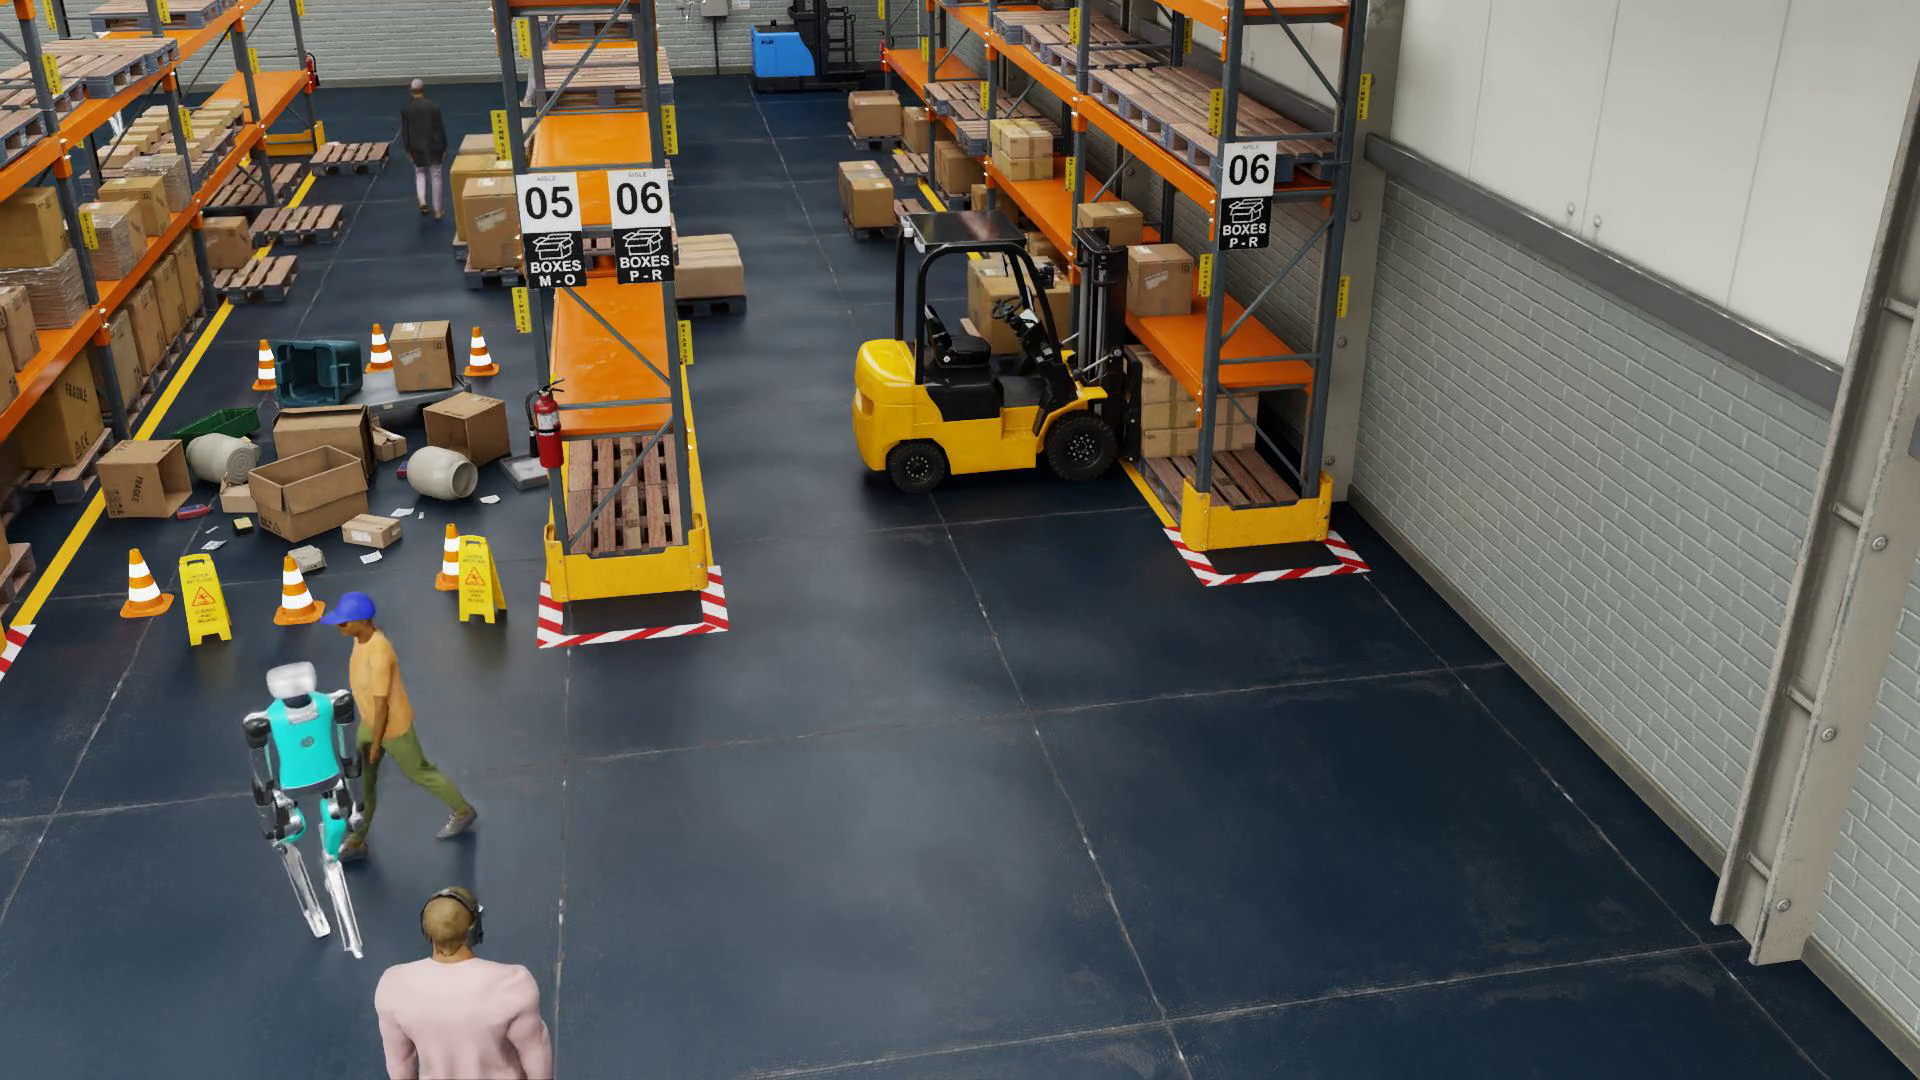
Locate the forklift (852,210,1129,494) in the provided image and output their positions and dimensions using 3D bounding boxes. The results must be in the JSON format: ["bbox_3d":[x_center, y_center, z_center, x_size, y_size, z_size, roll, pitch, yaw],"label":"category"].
[{"bbox_3d":[0.216,-1.659,14.366,2.313,2.155,1.214,-5,26,-10],"label":"forklift"}]

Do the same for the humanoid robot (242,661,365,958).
[{"bbox_3d":[-3.411,1.352,8.656,0.549,1.794,0.789,-17,31,-32],"label":"humanoid robot"}]

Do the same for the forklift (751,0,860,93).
[{"bbox_3d":[-2.872,-9.679,30.288,1.873,2.768,1.129,-5,26,-10],"label":"forklift"}]

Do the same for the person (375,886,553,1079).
[{"bbox_3d":[-1.918,2.206,6.609,0.634,1.936,0.351,0,26,-1],"label":"person"}]

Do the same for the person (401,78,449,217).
[{"bbox_3d":[-7.107,-5.219,22.182,0.539,1.841,0.440,-4,26,-8],"label":"person"}]

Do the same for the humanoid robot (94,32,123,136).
[{"bbox_3d":[-13.537,-7.228,26.495,0.901,1.775,0.542,23,34,39],"label":"humanoid robot"}]

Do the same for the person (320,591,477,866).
[{"bbox_3d":[-3.217,1.037,9.341,0.881,1.672,0.460,-20,32,-35],"label":"person"}]

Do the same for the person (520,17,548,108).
[{"bbox_3d":[-7.326,-8.469,29.071,0.999,1.748,0.554,-10,27,-19],"label":"person"}]
